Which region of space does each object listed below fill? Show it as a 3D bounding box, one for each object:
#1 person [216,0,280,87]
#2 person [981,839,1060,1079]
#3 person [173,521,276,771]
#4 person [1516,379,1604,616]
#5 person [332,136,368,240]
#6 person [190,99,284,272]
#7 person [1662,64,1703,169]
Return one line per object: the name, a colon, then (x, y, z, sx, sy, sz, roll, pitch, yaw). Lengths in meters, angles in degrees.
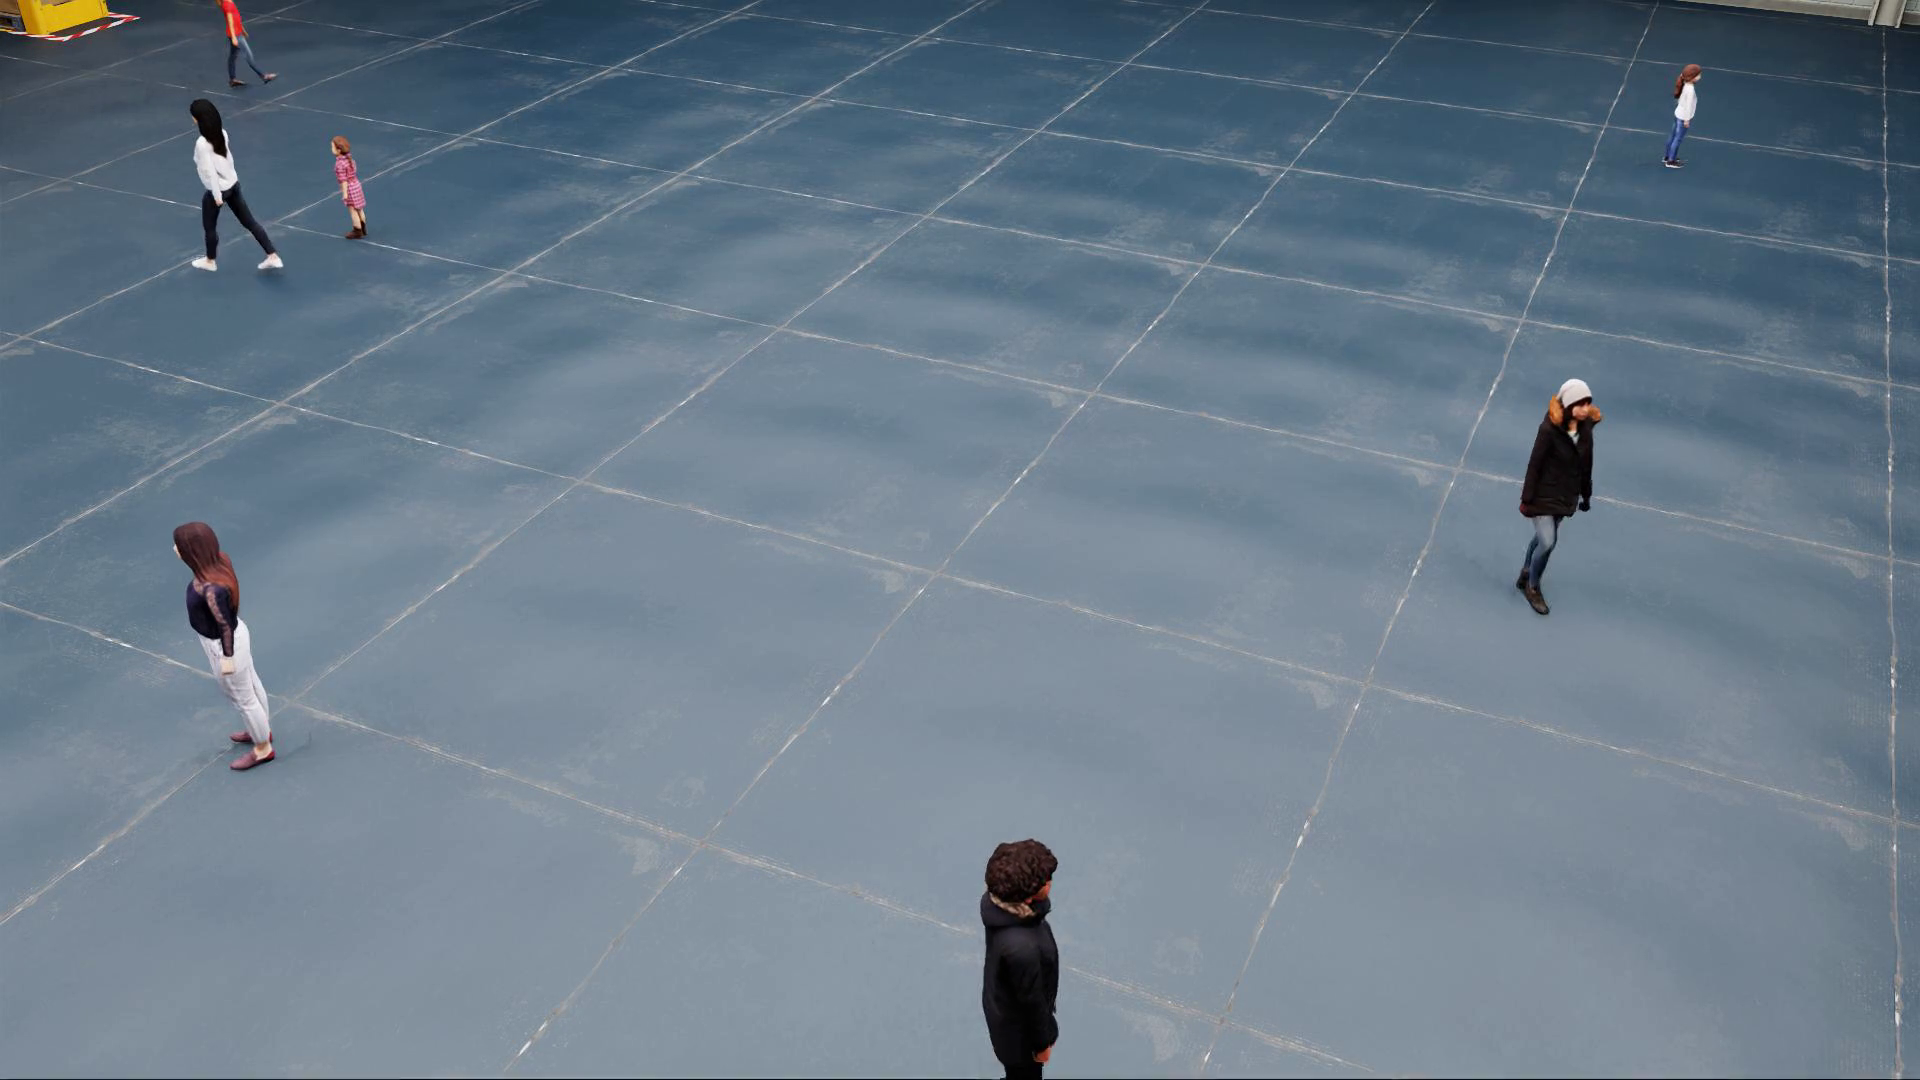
person: (-9.041, -6.248, 20.583, 0.868, 1.291, 0.815, -12, 34, -18)
person: (0.181, 2.009, 7.050, 1.087, 1.765, 0.950, -5, 33, -9)
person: (-4.178, 0.593, 9.442, 0.727, 1.608, 0.671, -10, 34, -16)
person: (3.839, -0.343, 10.909, 0.790, 1.627, 0.845, -14, 35, -21)
person: (-6.046, -3.497, 16.474, 0.510, 1.021, 0.486, 3, 32, 4)
person: (-6.775, -3.249, 15.487, 1.181, 1.656, 0.853, 4, 32, 6)
person: (7.933, -4.673, 18.253, 0.538, 1.112, 0.506, 3, 32, 5)
